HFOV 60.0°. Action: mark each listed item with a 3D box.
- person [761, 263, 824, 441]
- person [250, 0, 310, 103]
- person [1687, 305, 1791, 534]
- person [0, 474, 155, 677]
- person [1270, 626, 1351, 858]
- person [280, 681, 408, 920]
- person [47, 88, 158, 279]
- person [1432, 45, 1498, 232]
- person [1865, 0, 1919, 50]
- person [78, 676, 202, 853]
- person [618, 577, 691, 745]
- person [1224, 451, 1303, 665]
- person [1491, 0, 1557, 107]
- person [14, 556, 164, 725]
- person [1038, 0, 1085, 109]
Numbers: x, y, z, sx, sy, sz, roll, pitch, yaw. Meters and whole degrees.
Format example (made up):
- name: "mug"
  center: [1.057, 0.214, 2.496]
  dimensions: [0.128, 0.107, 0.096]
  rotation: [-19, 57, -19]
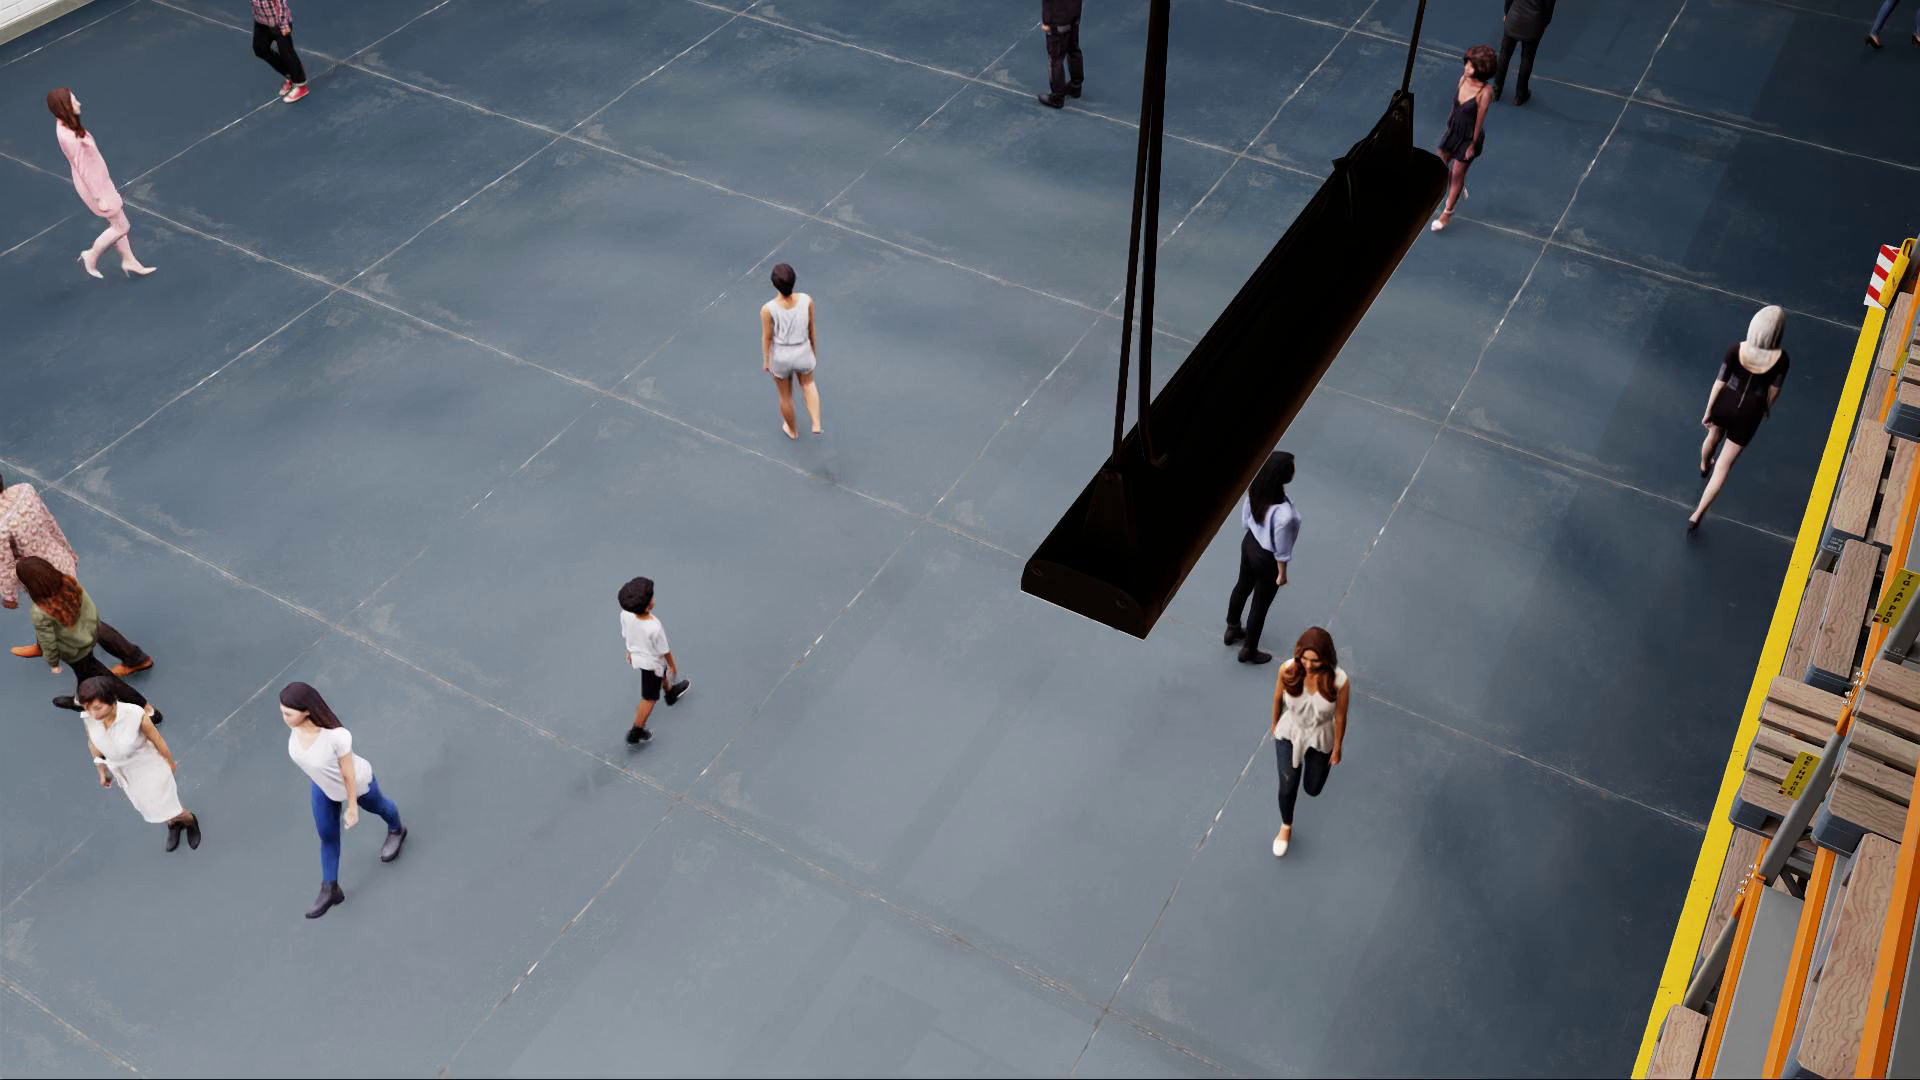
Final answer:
- name: "person"
  center: [-1.247, -1.349, 12.479]
  dimensions: [0.728, 1.602, 0.782]
  rotation: [-18, 46, -18]
- name: "person"
  center: [-6.742, -5.210, 16.425]
  dimensions: [0.720, 1.749, 0.612]
  rotation: [25, 49, 24]
- name: "person"
  center: [5.483, -0.815, 11.790]
  dimensions: [0.574, 1.779, 1.155]
  rotation: [22, 48, 22]
- name: "person"
  center: [-5.791, 0.246, 10.689]
  dimensions: [1.181, 1.762, 1.213]
  rotation: [-3, 44, -3]
- name: "person"
  center: [2.051, 1.099, 9.790]
  dimensions: [0.709, 1.767, 0.934]
  rotation: [13, 45, 13]
- name: "person"
  center: [-3.503, 1.349, 9.616]
  dimensions: [0.737, 1.646, 1.076]
  rotation: [13, 45, 13]
- name: "person"
  center: [-7.359, -2.937, 14.009]
  dimensions: [0.938, 1.791, 0.859]
  rotation: [-16, 46, -16]
- name: "person"
  center: [4.496, -3.540, 14.650]
  dimensions: [0.816, 1.779, 0.719]
  rotation: [-22, 48, -22]
- name: "person"
  center: [9.753, -5.872, 17.102]
  dimensions: [0.910, 1.773, 0.960]
  rotation: [1, 44, 1]
- name: "person"
  center: [-4.801, 1.266, 9.776]
  dimensions: [0.684, 1.544, 0.704]
  rotation: [4, 44, 4]
- name: "person"
  center: [-2.005, 0.769, 10.513]
  dimensions: [0.528, 1.247, 0.885]
  rotation: [26, 49, 24]
- name: "person"
  center: [1.968, 0.104, 10.852]
  dimensions: [0.765, 1.743, 0.733]
  rotation: [-15, 46, -15]
- name: "person"
  center: [5.560, -5.130, 16.320]
  dimensions: [0.618, 1.778, 0.570]
  rotation: [23, 48, 22]
- name: "person"
  center: [-5.483, 0.667, 10.482]
  dimensions: [0.923, 1.437, 1.016]
  rotation: [3, 44, 3]
- name: "person"
  center: [1.024, -5.157, 16.305]
  dimensions: [0.811, 1.838, 0.579]
  rotation: [31, 52, 28]
